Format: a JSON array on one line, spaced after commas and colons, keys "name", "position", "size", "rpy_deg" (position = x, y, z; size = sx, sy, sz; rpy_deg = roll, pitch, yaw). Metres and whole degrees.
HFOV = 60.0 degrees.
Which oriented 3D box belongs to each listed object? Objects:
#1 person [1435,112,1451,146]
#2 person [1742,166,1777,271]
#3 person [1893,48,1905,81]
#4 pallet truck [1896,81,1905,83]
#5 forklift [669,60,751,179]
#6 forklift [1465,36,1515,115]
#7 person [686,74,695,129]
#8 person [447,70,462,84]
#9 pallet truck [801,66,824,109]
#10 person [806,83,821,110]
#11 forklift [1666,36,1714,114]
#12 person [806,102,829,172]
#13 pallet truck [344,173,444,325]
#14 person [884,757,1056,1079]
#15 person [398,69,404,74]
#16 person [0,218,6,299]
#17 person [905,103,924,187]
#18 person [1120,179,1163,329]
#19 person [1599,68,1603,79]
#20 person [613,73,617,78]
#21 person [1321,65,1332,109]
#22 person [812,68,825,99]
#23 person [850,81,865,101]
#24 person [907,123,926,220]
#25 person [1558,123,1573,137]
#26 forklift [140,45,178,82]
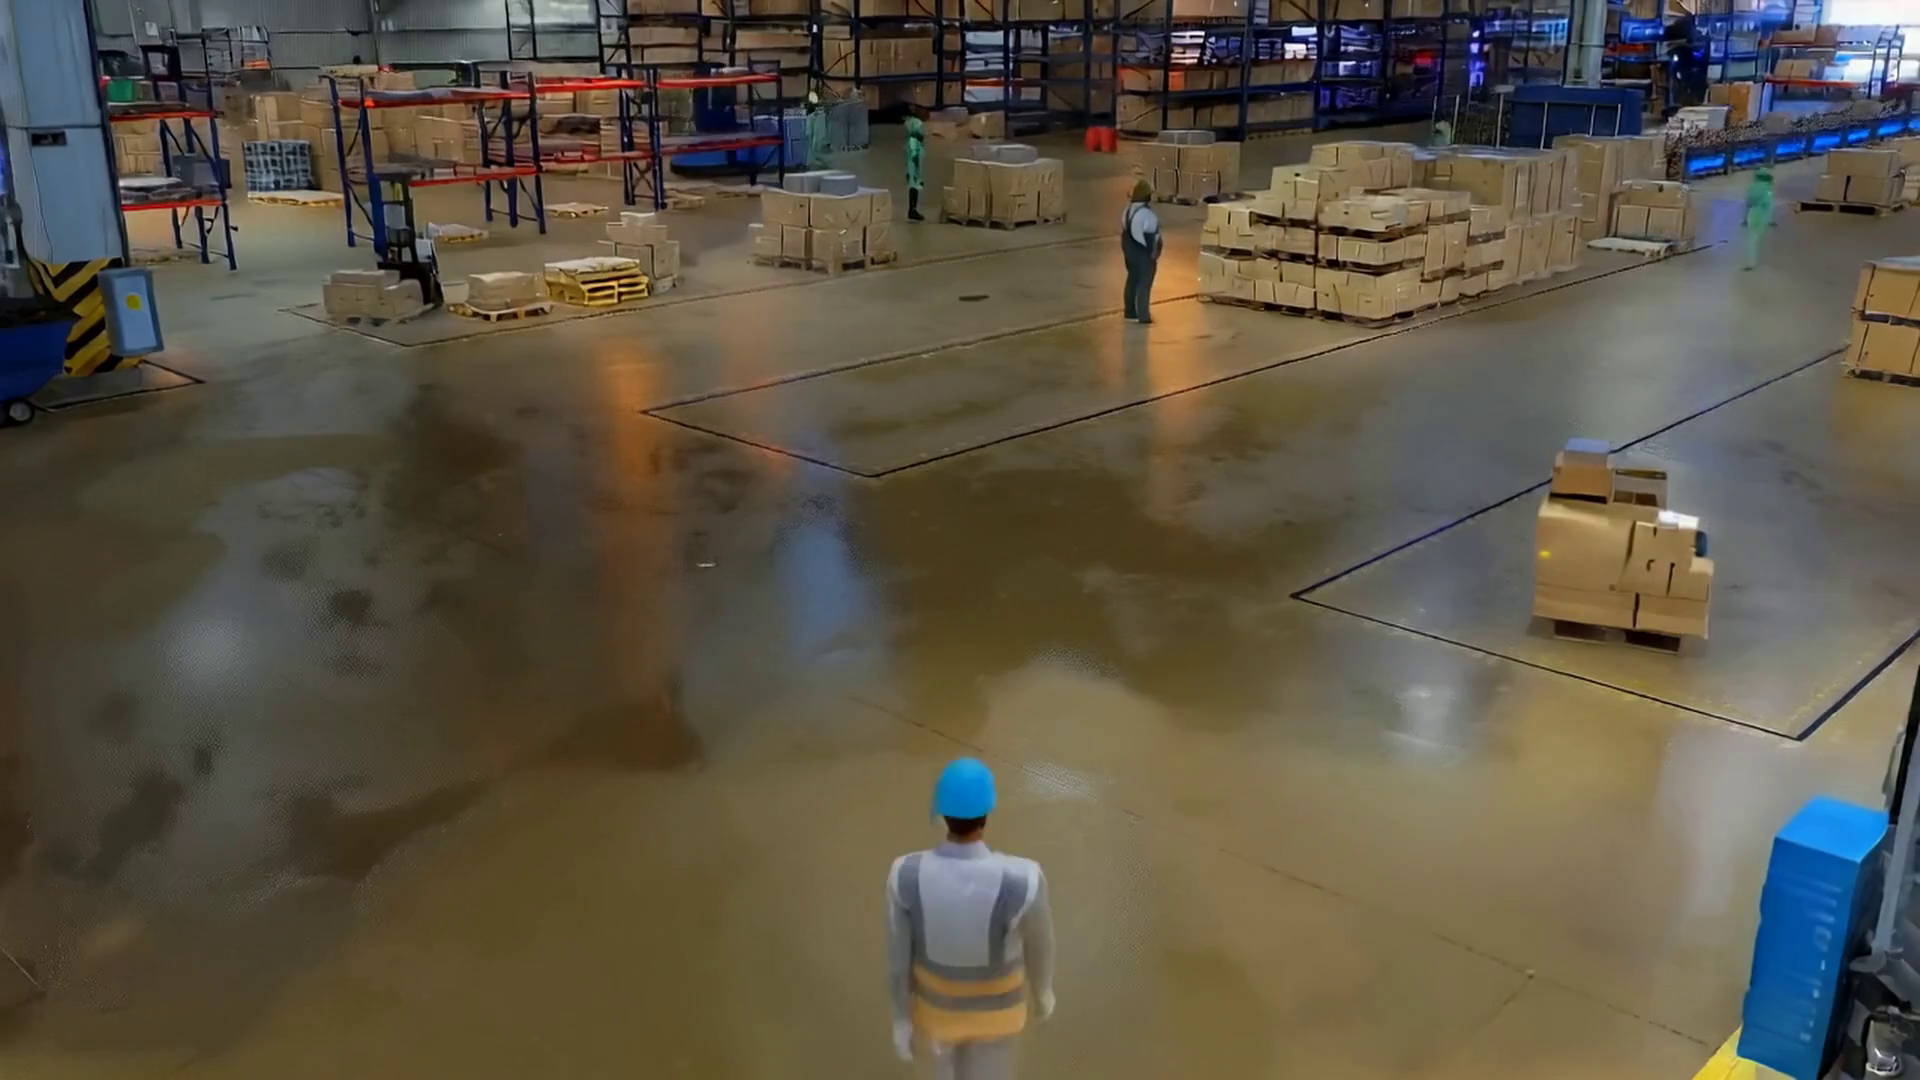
[{"name": "person", "position": [11.939, -9.740, 41.084], "size": [0.531, 1.624, 0.370], "rpy_deg": [-17, 25, -41]}, {"name": "person", "position": [13.368, -5.354, 27.737], "size": [0.716, 1.718, 0.497], "rpy_deg": [-9, 20, -26]}, {"name": "person", "position": [45.425, -22.865, 80.430], "size": [0.327, 1.753, 0.560], "rpy_deg": [4, 19, 11]}, {"name": "pallet truck", "position": [34.802, -16.331, 61.455], "size": [0.653, 1.274, 1.630], "rpy_deg": [17, 25, 41]}, {"name": "forklift", "position": [-6.259, -10.496, 41.406], "size": [1.129, 2.768, 1.873], "rpy_deg": [17, 25, 41]}, {"name": "forklift", "position": [19.973, -17.201, 61.605], "size": [1.873, 2.768, 1.129], "rpy_deg": [16, 24, 40]}, {"name": "person", "position": [-8.774, -14.420, 54.751], "size": [0.682, 1.903, 0.594], "rpy_deg": [11, 21, 29]}, {"name": "person", "position": [-16.810, -14.662, 55.431], "size": [1.032, 1.948, 0.640], "rpy_deg": [11, 21, 30]}, {"name": "pallet truck", "position": [-4.812, -15.182, 56.903], "size": [0.823, 1.965, 1.885], "rpy_deg": [-9, 21, -26]}, {"name": "person", "position": [-4.669, -13.801, 53.314], "size": [0.530, 1.623, 0.499], "rpy_deg": [-9, 20, -25]}, {"name": "forklift", "position": [27.341, -17.291, 61.877], "size": [1.129, 2.768, 1.873], "rpy_deg": [17, 25, 41]}, {"name": "person", "position": [-3.616, -9.958, 41.394], "size": [0.487, 1.855, 0.521], "rpy_deg": [1, 18, 3]}, {"name": "pallet truck", "position": [-8.209, -4.181, 23.757], "size": [0.823, 1.965, 1.885], "rpy_deg": [3, 19, 9]}, {"name": "person", "position": [0.030, 1.711, 6.177], "size": [0.598, 1.902, 1.021], "rpy_deg": [6, 19, 17]}, {"name": "person", "position": [-19.197, -15.262, 57.316], "size": [1.000, 1.895, 0.642], "rpy_deg": [10, 21, 28]}, {"name": "person", "position": [-14.243, -4.318, 24.308], "size": [0.567, 1.905, 0.603], "rpy_deg": [11, 21, 30]}, {"name": "person", "position": [-1.065, -9.374, 39.473], "size": [0.373, 1.958, 0.601], "rpy_deg": [-13, 22, -34]}, {"name": "person", "position": [2.540, -3.958, 23.019], "size": [0.538, 2.000, 0.684], "rpy_deg": [-10, 21, -28]}, {"name": "person", "position": [21.457, -14.920, 56.130], "size": [0.626, 1.995, 1.038], "rpy_deg": [-17, 25, -41]}, {"name": "person", "position": [-11.033, -14.056, 53.617], "size": [0.629, 1.931, 0.374], "rpy_deg": [3, 19, 10]}, {"name": "person", "position": [13.829, -16.952, 62.597], "size": [0.533, 1.768, 0.310], "rpy_deg": [13, 22, 33]}, {"name": "person", "position": [-5.147, -16.453, 60.976], "size": [0.429, 1.844, 0.626], "rpy_deg": [12, 22, 33]}, {"name": "person", "position": [-3.272, -13.848, 53.359], "size": [0.532, 1.693, 0.319], "rpy_deg": [10, 21, 28]}, {"name": "person", "position": [-0.898, -7.525, 33.932], "size": [0.375, 1.934, 0.547], "rpy_deg": [-3, 19, -10]}, {"name": "person", "position": [13.810, -8.728, 38.072], "size": [0.536, 1.598, 0.730], "rpy_deg": [-16, 24, -40]}, {"name": "forklift", "position": [-25.308, -14.292, 52.842], "size": [1.129, 2.768, 1.873], "rpy_deg": [-3, 19, -9]}]
